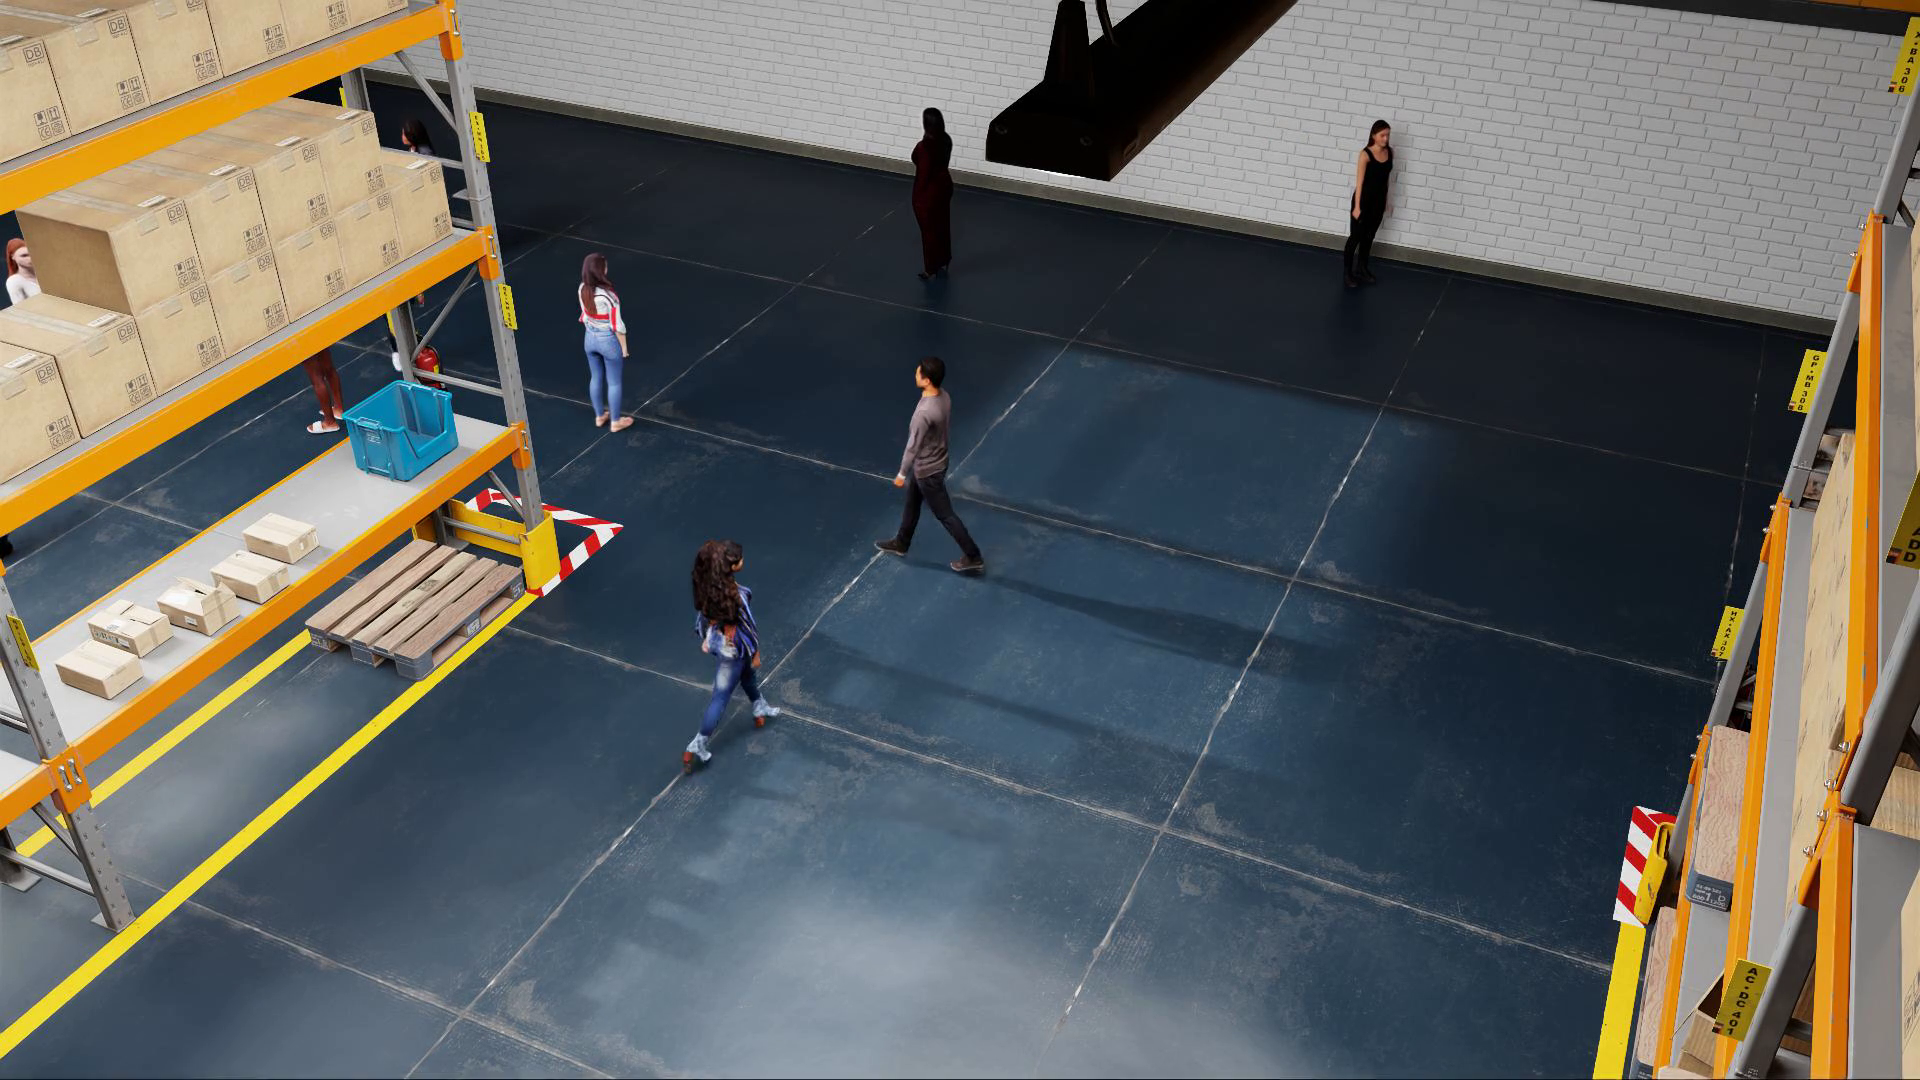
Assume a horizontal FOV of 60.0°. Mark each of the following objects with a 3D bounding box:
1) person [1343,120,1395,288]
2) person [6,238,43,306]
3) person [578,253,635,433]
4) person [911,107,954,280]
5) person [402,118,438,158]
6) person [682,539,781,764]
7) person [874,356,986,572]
[{"bbox_3d":[4.079,-3.362,16.565,0.650,1.687,0.739,-17,37,-24],"label":"person"},{"bbox_3d":[-7.718,-1.710,14.011,0.712,1.761,0.568,1,34,2],"label":"person"},{"bbox_3d":[-3.030,-1.676,14.095,0.593,1.611,0.503,16,37,23],"label":"person"},{"bbox_3d":[-0.258,-3.486,16.687,0.732,1.757,0.551,18,38,25],"label":"person"},{"bbox_3d":[-5.332,-3.495,16.868,1.011,1.573,0.893,-25,41,-32],"label":"person"},{"bbox_3d":[-1.516,0.733,10.497,1.139,1.583,0.889,-28,43,-35],"label":"person"},{"bbox_3d":[-0.142,-0.501,12.222,0.863,1.728,1.120,-6,34,-10],"label":"person"}]
